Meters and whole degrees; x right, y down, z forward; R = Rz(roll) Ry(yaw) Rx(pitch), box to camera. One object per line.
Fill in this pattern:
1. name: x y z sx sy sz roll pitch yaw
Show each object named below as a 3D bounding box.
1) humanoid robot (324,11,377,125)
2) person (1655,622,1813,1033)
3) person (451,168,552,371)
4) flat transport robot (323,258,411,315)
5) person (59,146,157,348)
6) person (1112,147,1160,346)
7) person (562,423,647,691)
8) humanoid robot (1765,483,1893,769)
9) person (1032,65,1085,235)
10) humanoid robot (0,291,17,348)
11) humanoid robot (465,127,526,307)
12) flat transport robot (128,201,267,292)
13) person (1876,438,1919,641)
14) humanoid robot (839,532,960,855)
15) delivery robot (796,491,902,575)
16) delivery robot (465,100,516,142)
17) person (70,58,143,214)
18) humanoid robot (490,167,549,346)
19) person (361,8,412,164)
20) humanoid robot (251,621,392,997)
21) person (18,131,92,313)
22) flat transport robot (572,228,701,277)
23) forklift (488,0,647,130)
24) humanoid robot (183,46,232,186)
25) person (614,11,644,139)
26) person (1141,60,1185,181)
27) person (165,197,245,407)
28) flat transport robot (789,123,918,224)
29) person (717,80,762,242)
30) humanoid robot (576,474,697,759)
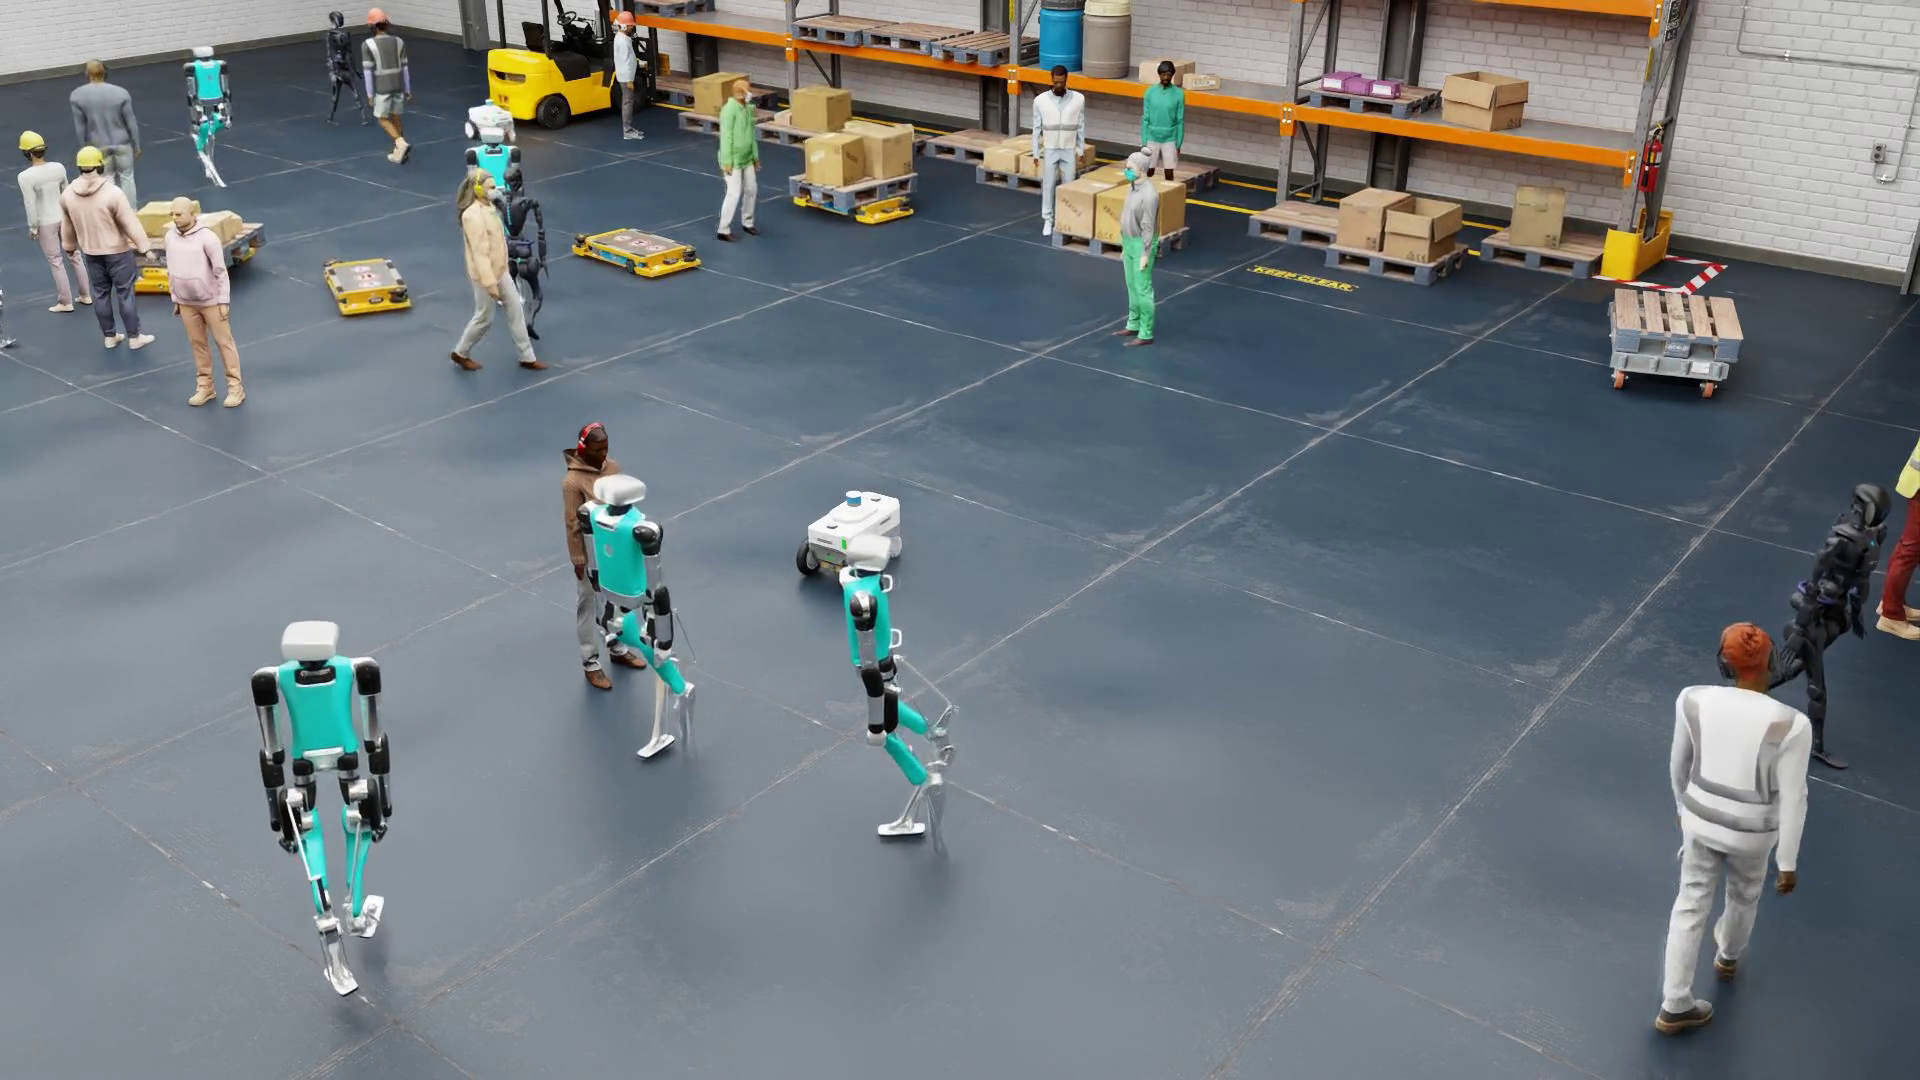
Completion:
1. humanoid robot: -8.979 -6.839 24.168 0.793 1.626 0.600 9 27 17
2. person: 3.371 1.227 7.233 0.652 1.825 0.903 20 32 36
3. person: -4.173 -2.361 14.656 0.880 1.840 0.565 4 26 8
4. flat transport robot: -6.057 -2.600 16.954 0.659 0.231 1.431 -12 28 -23
5. person: -7.834 -2.659 15.255 0.809 1.858 0.438 1 26 3
6. person: 1.649 -2.720 15.399 0.329 1.840 0.521 -8 27 -16
7. person: -2.135 0.069 9.837 0.336 1.648 0.456 17 30 31
8. humanoid robot: 4.749 0.403 9.198 0.608 1.635 0.790 -15 29 -28
9. person: 1.111 -4.408 18.822 0.596 1.907 0.410 -2 26 -5
10. humanoid robot: -9.031 -2.508 15.103 0.857 1.785 0.545 -10 28 -20
11. humanoid robot: -4.459 -3.096 16.226 0.549 1.747 0.682 -10 28 -20
12. flat transport robot: -8.120 -2.920 17.617 0.659 0.231 1.431 2 26 4
13. person: 6.042 -0.255 10.373 0.384 1.770 0.467 15 30 28
14. humanoid robot: -0.205 0.840 8.275 0.742 1.896 0.551 -1 26 -2
15. delivery robot: -0.733 -0.021 11.308 0.499 0.614 0.791 15 30 28
16. delivery robot: -6.623 -5.911 23.480 0.499 0.592 0.774 -23 34 -39
17. person: -9.709 -4.507 19.008 0.648 1.921 0.534 -7 27 -14
18. humanoid robot: -4.110 -2.594 15.325 0.590 1.645 0.429 2 26 4
19. person: -7.468 -5.922 21.824 0.713 2.023 0.611 23 34 40
20. humanoid robot: -2.729 1.260 7.257 0.560 1.742 0.955 -8 27 -16
21. person: -8.899 -3.112 16.293 0.307 1.768 0.522 10 27 19
22. flat transport robot: -3.524 -3.131 18.055 1.431 0.231 0.659 22 33 38
23. forklift: -5.874 -7.334 24.552 1.214 2.155 2.313 19 32 34
24. humanoid robot: -9.585 -5.392 21.085 0.560 1.771 0.974 -22 34 -38
25. person: -4.672 -6.545 23.432 0.352 1.740 0.571 -6 26 -13
26. person: 2.364 -4.662 19.422 0.503 1.842 0.393 6 26 12
27. person: -6.362 -2.004 13.978 0.523 1.783 0.401 3 26 7
28. flat transport robot: -1.279 -4.057 19.973 1.431 0.231 0.659 23 34 39
29. person: -2.523 -4.271 18.707 0.396 1.738 0.626 11 28 22
30. humanoid robot: -1.643 0.469 9.044 0.538 1.902 0.698 16 30 29
